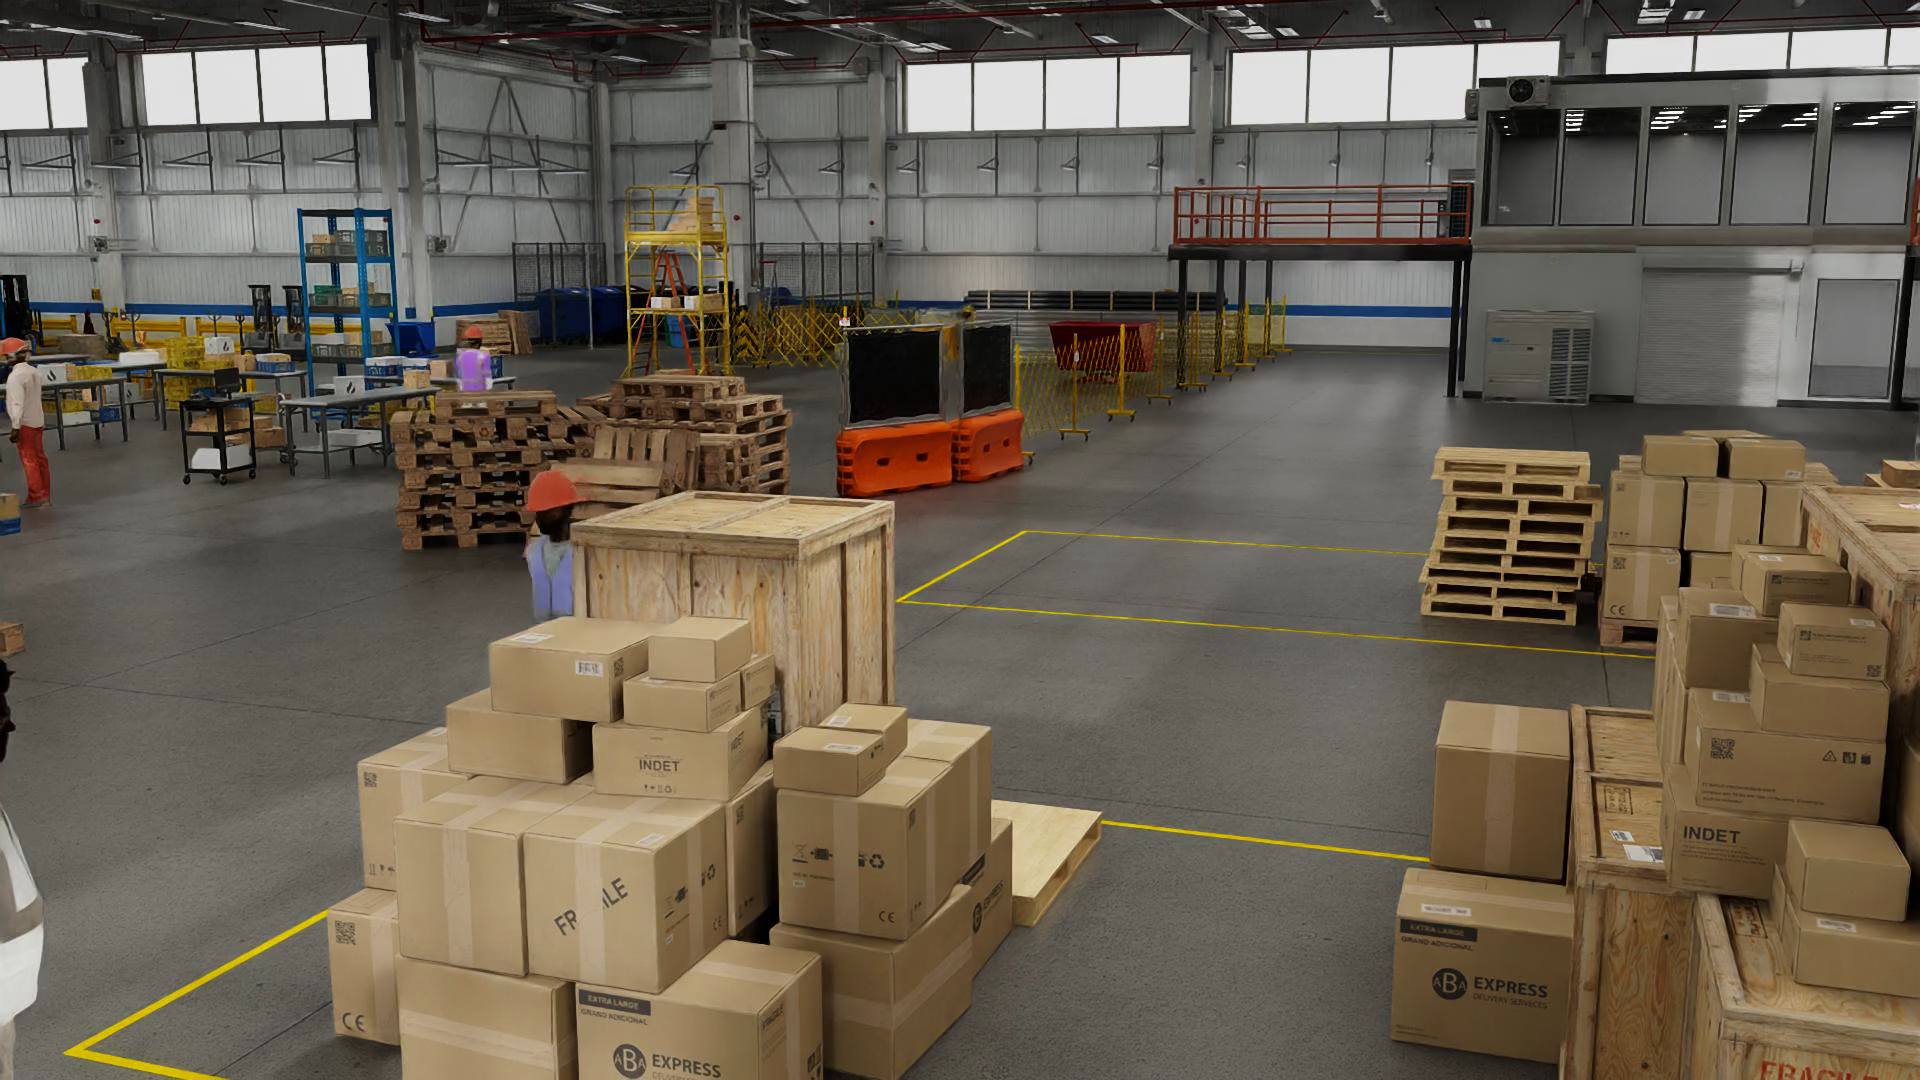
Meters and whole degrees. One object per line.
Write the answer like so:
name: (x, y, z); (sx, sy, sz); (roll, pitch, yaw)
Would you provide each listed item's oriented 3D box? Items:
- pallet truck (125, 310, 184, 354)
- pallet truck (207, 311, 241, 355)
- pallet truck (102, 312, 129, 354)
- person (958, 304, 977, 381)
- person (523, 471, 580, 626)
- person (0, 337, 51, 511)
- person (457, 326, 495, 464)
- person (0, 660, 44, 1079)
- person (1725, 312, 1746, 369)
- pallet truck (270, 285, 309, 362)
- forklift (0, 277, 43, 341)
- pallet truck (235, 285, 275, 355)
pallet truck: (-22.038, -5.665, 45.457); (0.704, 1.261, 1.522); (3, 11, 17)
pallet truck: (-19.537, -5.575, 44.913); (0.653, 1.274, 1.630); (3, 11, 19)
pallet truck: (-23.057, -5.777, 46.261); (0.680, 1.201, 1.601); (3, 11, 19)
person: (0.174, -4.371, 36.971); (0.381, 1.719, 0.504); (3, 10, 14)
person: (-2.016, 0.569, 8.676); (0.557, 1.897, 0.984); (5, 11, 25)
person: (-10.709, -1.322, 19.043); (0.393, 1.985, 0.611); (-1, 10, -6)
person: (-6.673, -2.000, 23.044); (0.565, 1.917, 0.436); (4, 11, 19)
person: (-2.714, 1.253, 4.590); (0.362, 1.963, 0.613); (-5, 11, -28)
person: (18.281, -4.724, 39.190); (0.494, 1.624, 0.279); (6, 12, 30)
pallet truck: (-17.147, -5.700, 43.663); (0.823, 1.965, 1.885); (3, 11, 17)
forklift: (-27.151, -6.329, 46.328); (1.157, 1.987, 2.680); (3, 11, 17)
pallet truck: (-18.327, -5.835, 44.421); (0.823, 1.965, 1.885); (4, 11, 23)
